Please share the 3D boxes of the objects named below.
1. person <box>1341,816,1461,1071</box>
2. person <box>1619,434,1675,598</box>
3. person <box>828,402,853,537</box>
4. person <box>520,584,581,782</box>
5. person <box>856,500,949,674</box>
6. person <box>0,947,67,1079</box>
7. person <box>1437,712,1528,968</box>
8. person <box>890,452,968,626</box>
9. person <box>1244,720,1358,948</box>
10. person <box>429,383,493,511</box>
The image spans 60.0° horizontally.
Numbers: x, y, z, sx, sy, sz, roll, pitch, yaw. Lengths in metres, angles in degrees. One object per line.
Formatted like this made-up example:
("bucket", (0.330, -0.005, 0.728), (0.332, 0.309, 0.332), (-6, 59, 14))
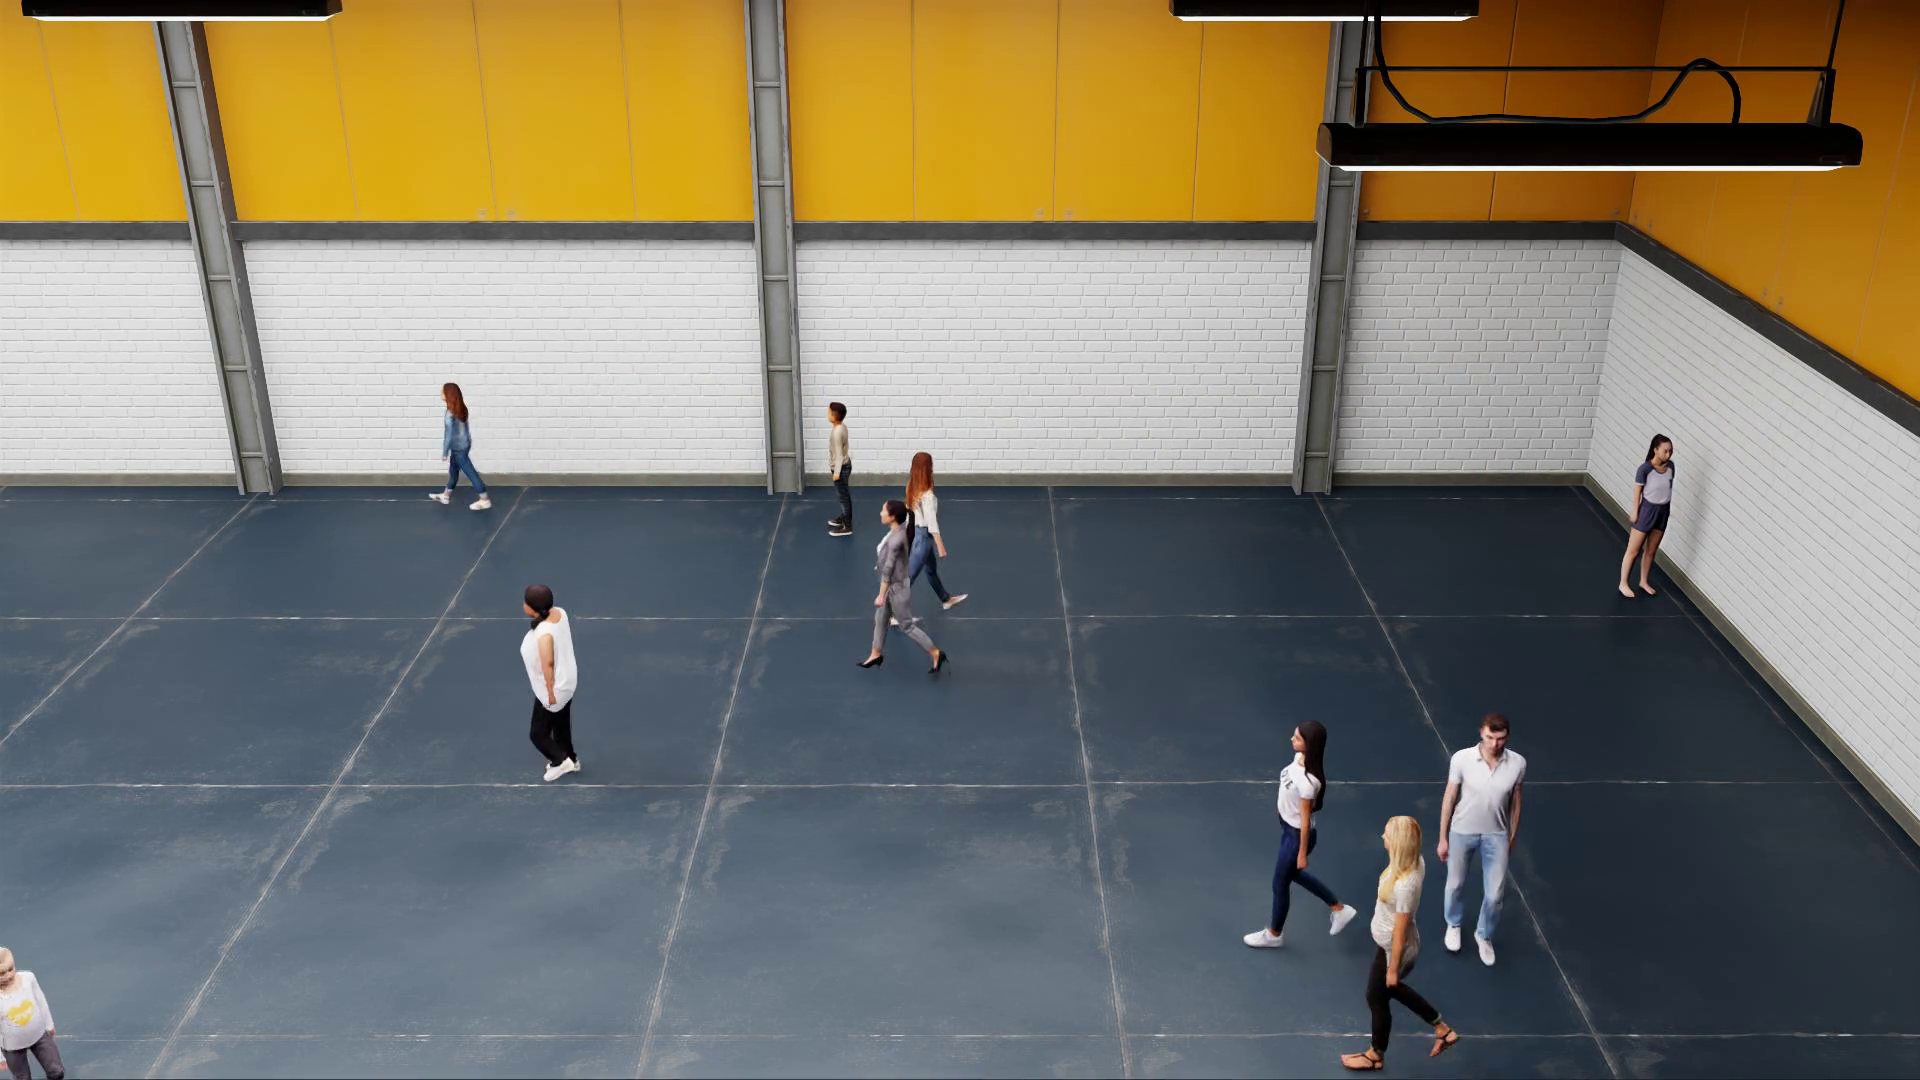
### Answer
("person", (2.685, 2.440, 9.855), (0.978, 1.807, 0.770), (6, 24, 14))
("person", (6.708, -0.244, 16.192), (0.572, 1.649, 0.716), (-9, 25, -19))
("person", (-1.262, -0.774, 17.636), (0.492, 1.462, 0.543), (-1, 24, -2))
("person", (-3.151, 1.117, 13.042), (0.653, 1.677, 0.680), (3, 24, 7))
("person", (-0.482, 0.460, 14.587), (1.068, 1.644, 0.640), (1, 24, 3))
("person", (-5.425, 2.850, 9.586), (0.693, 1.270, 0.636), (19, 30, 37))
("person", (3.439, 1.904, 11.045), (0.681, 1.834, 0.798), (5, 24, 12))
("person", (-0.461, 0.020, 15.534), (1.130, 1.691, 0.845), (-9, 25, -19))
("person", (2.314, 1.967, 10.996), (0.991, 1.759, 0.682), (3, 24, 6))
("person", (-5.385, -1.000, 18.175), (0.913, 1.446, 0.571), (0, 24, 1))
